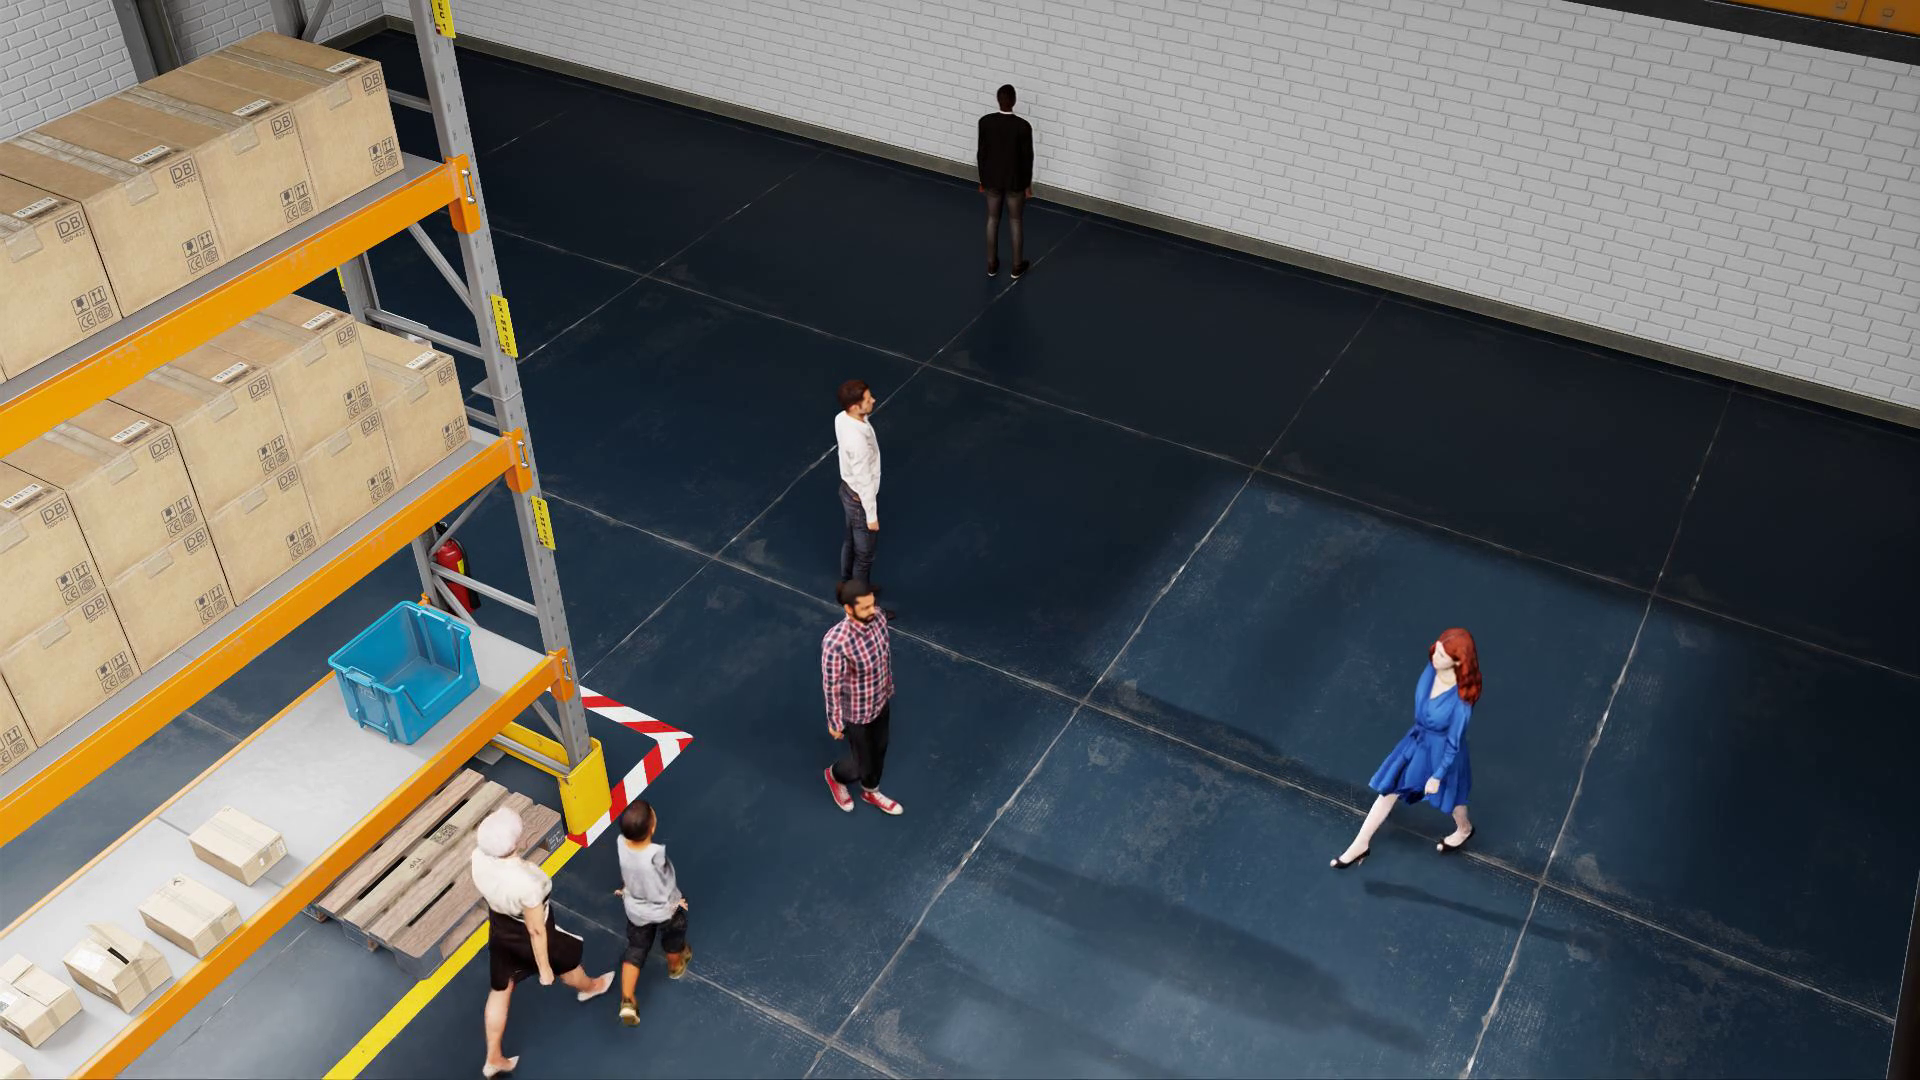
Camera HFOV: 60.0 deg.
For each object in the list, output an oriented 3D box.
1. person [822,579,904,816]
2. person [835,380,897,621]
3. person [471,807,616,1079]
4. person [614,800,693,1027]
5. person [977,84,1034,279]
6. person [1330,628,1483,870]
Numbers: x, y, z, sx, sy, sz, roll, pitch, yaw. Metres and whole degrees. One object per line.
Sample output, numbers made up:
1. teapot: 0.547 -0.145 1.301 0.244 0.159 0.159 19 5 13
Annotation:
1. person: -0.628 0.914 9.680 0.768 1.754 0.655 22 44 25
2. person: -0.670 -0.271 11.070 0.773 1.871 0.729 -11 40 -14
3. person: -2.248 2.058 8.289 0.666 1.702 1.111 22 44 25
4. person: -1.642 1.904 8.693 0.740 1.438 0.990 9 40 11
5. person: 0.402 -3.180 14.770 0.701 1.799 0.638 11 40 14
6. person: 2.732 1.211 9.291 1.174 1.774 1.113 -9 40 -11
